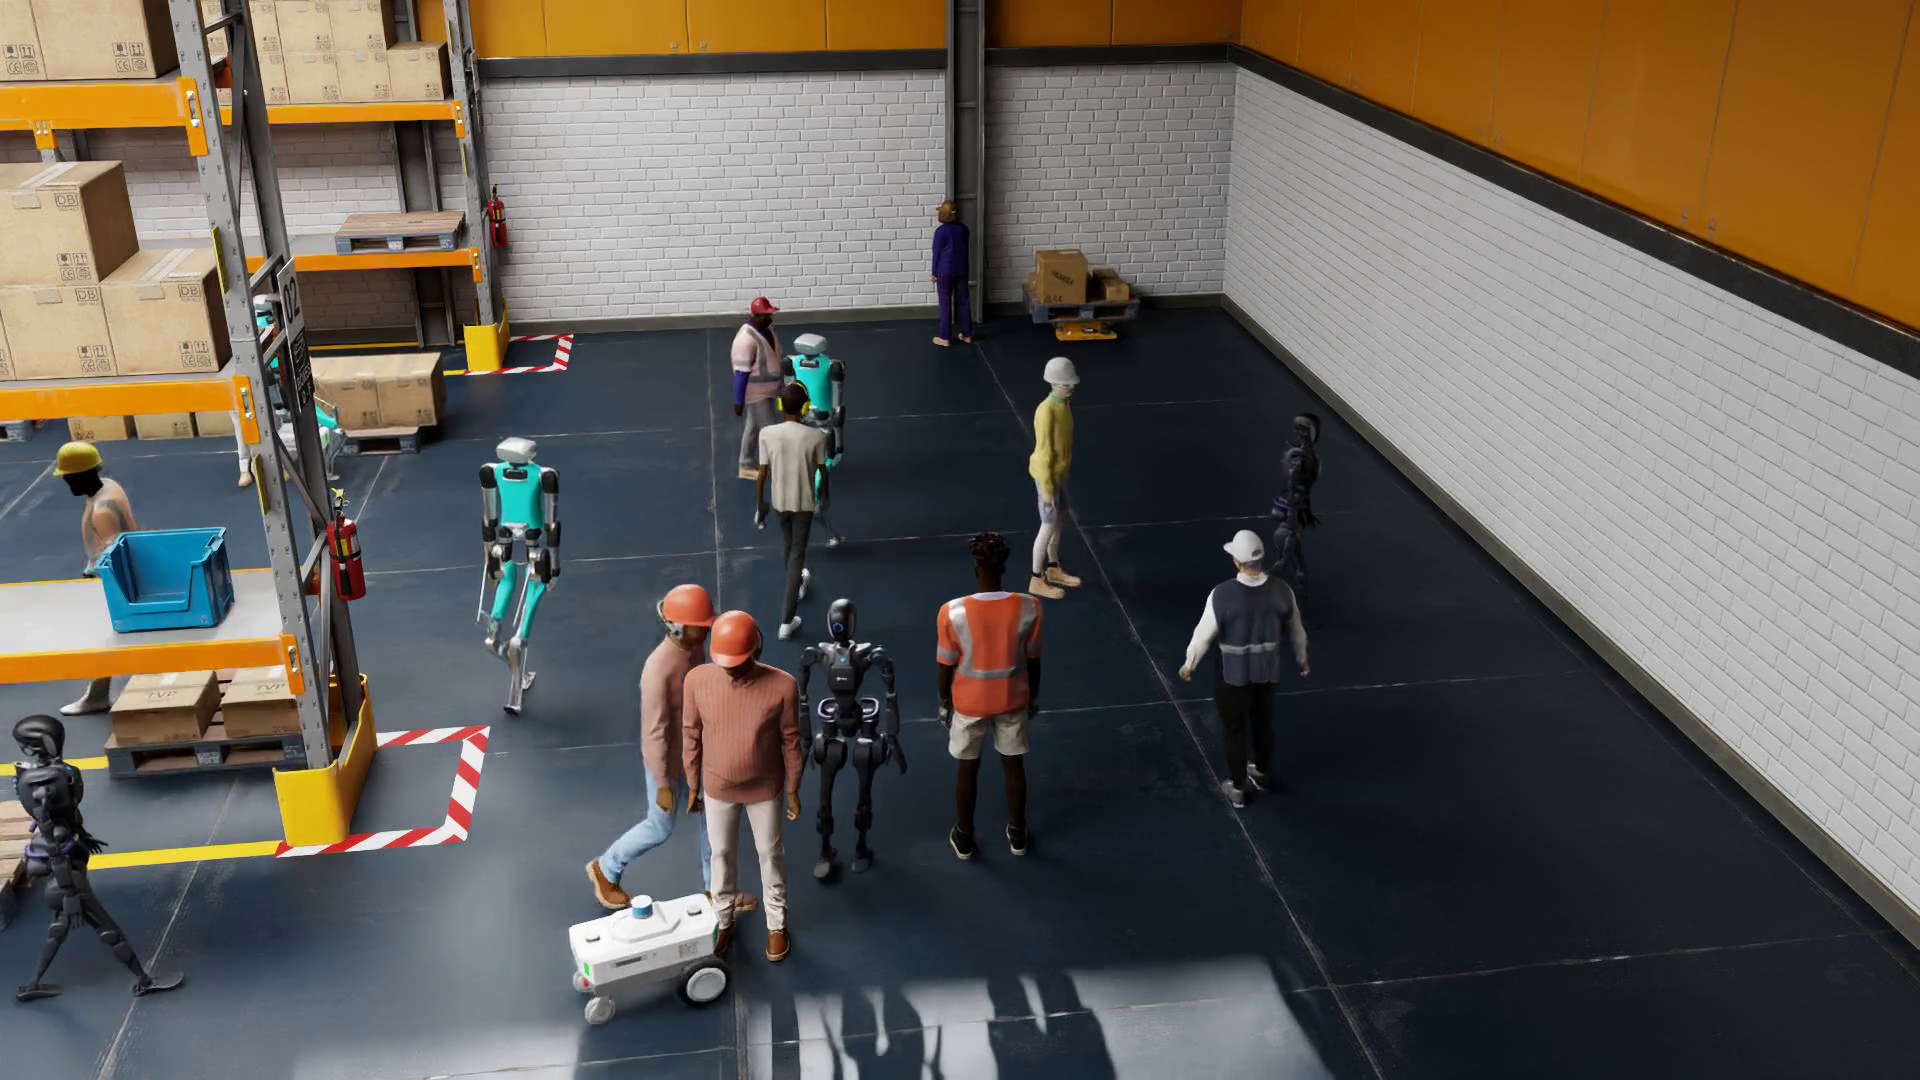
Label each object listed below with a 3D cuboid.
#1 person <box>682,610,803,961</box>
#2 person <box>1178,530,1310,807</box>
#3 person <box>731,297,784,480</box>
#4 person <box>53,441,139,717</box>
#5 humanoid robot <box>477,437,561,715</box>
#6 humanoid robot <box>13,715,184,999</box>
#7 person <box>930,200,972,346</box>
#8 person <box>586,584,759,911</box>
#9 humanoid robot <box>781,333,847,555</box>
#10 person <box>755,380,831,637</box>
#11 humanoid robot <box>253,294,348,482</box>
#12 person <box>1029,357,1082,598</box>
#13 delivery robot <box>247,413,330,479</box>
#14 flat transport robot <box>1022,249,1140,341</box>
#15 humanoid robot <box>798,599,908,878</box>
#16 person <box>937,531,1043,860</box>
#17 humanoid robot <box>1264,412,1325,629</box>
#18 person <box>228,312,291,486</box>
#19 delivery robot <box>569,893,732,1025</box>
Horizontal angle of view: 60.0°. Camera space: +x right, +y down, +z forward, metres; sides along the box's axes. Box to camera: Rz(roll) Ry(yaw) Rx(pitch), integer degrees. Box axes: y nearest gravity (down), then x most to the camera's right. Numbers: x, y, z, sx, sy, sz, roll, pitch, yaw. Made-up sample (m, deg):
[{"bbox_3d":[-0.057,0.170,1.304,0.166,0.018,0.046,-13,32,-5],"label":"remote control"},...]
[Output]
[{"bbox_3d":[-1.098,1.244,8.429,0.610,1.985,0.390,1,24,3],"label":"person"},{"bbox_3d":[1.705,0.753,9.861,0.760,1.747,0.519,-5,24,-12],"label":"person"},{"bbox_3d":[-1.632,-1.270,14.493,0.888,1.711,0.640,7,25,16],"label":"person"},{"bbox_3d":[-5.504,0.219,10.897,0.954,1.873,0.573,-7,25,-16],"label":"person"},{"bbox_3d":[-2.947,0.315,10.963,0.555,1.864,0.828,2,24,5],"label":"humanoid robot"},{"bbox_3d":[-4.375,1.563,8.155,0.792,1.631,0.611,-8,25,-19],"label":"humanoid robot"},{"bbox_3d":[-0.117,-2.981,18.521,0.463,1.616,0.380,-14,27,-29],"label":"person"},{"bbox_3d":[-1.587,1.113,8.782,0.884,1.951,0.635,8,25,17],"label":"person"},{"bbox_3d":[-1.243,-0.652,13.163,0.534,1.853,0.796,8,25,17],"label":"humanoid robot"},{"bbox_3d":[-1.180,-0.280,12.103,0.508,1.818,0.966,6,24,14],"label":"person"},{"bbox_3d":[-5.640,-1.246,14.423,0.836,1.758,0.545,3,24,8],"label":"humanoid robot"},{"bbox_3d":[0.709,-0.478,12.485,0.398,1.886,0.494,9,25,19],"label":"person"},{"bbox_3d":[-6.057,-0.847,14.994,0.785,0.614,0.523,-5,24,-12],"label":"delivery robot"},{"bbox_3d":[1.369,-2.596,19.311,0.659,0.231,1.431,-2,24,-5],"label":"flat transport robot"},{"bbox_3d":[-0.590,1.107,9.120,0.603,1.654,0.407,1,24,2],"label":"humanoid robot"},{"bbox_3d":[0.167,0.875,9.311,0.606,1.956,0.393,-4,24,-8],"label":"person"},{"bbox_3d":[2.357,-0.161,12.077,0.739,1.647,0.599,9,25,21],"label":"humanoid robot"},{"bbox_3d":[-6.214,-1.376,14.584,0.621,1.838,0.430,-7,25,-15],"label":"person"},{"bbox_3d":[-1.571,2.052,8.347,0.769,0.580,0.499,-10,26,-22],"label":"delivery robot"}]
